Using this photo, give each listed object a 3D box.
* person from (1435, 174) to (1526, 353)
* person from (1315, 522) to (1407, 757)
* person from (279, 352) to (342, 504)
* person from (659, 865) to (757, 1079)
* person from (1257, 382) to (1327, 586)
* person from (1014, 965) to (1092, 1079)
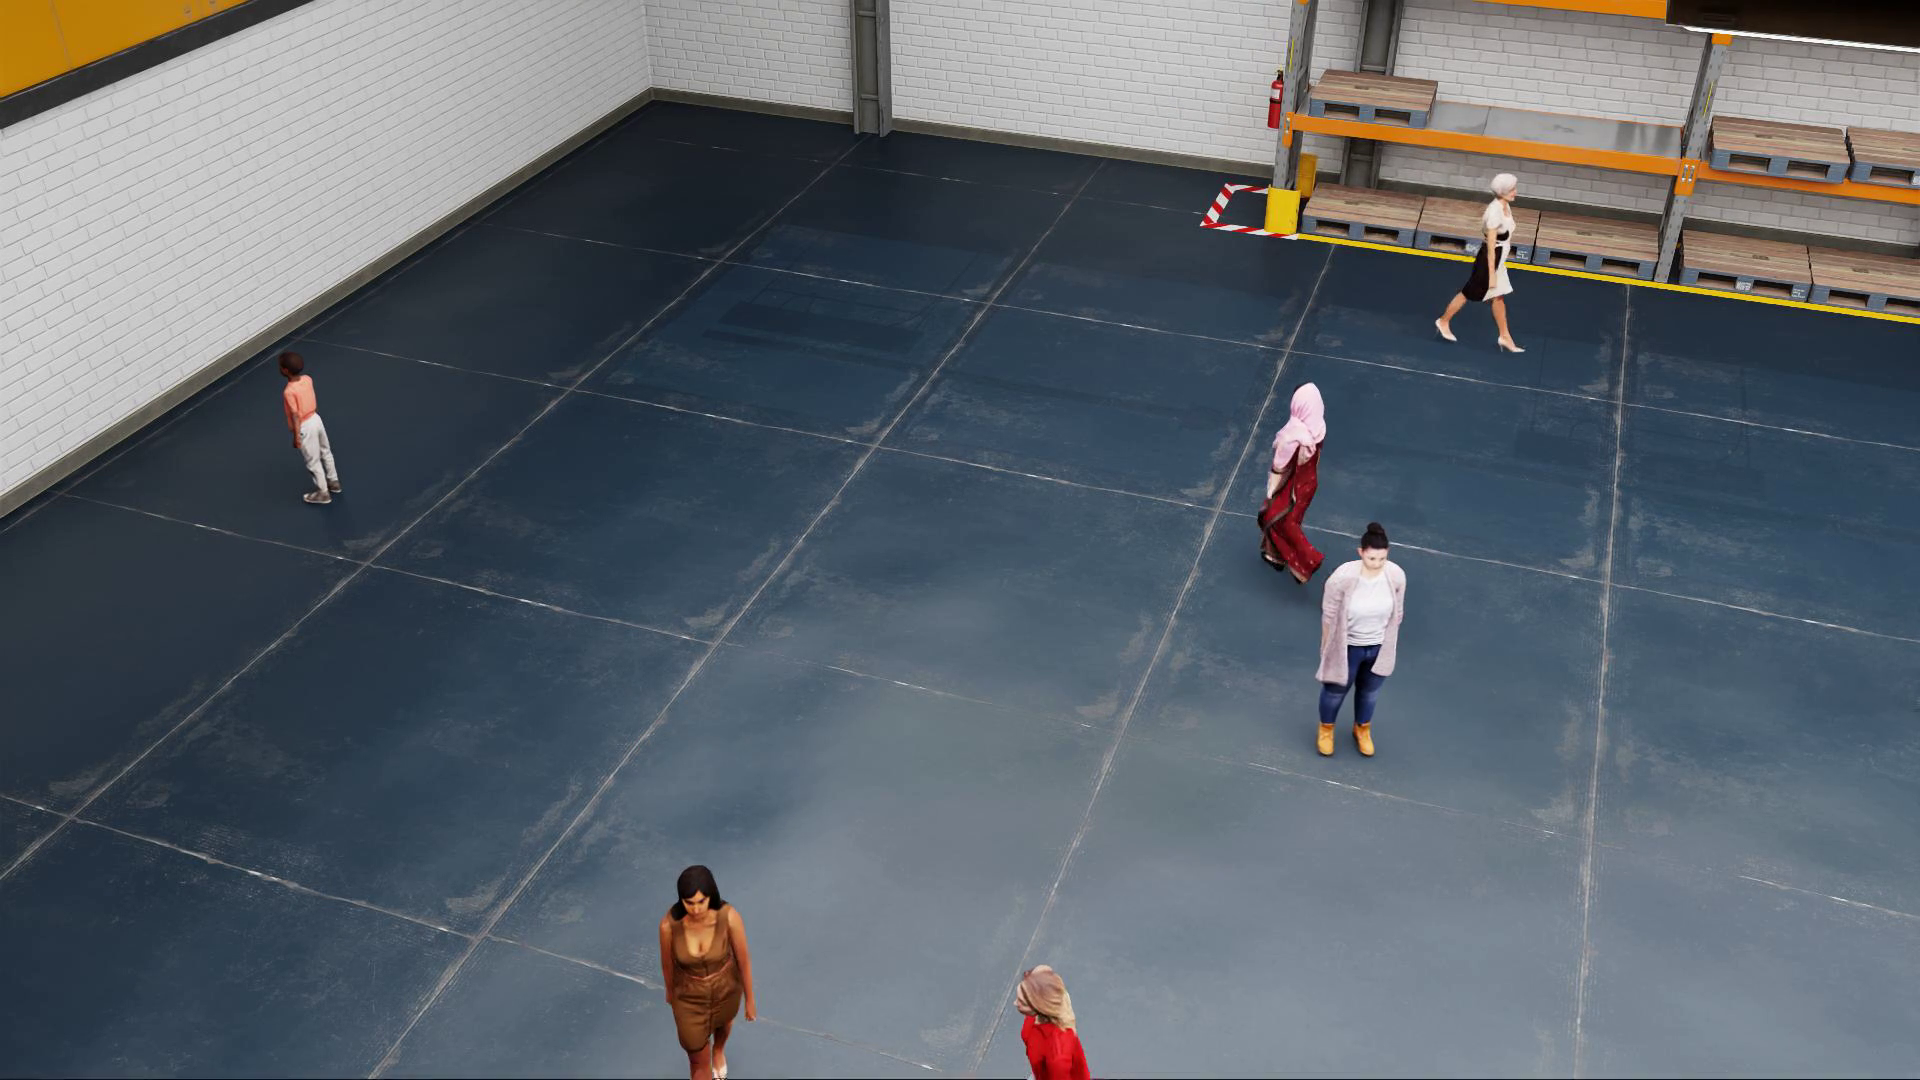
[{"bbox_3d":[4.785,-2.542,15.370,1.157,1.704,0.802,19,38,27],"label":"person"},{"bbox_3d":[2.534,0.620,10.577,0.716,1.743,0.838,-2,34,-3],"label":"person"},{"bbox_3d":[-5.200,-0.906,13.266,0.473,1.310,0.505,9,35,13],"label":"person"},{"bbox_3d":[-1.254,2.192,8.295,1.047,1.652,0.989,-6,34,-9],"label":"person"},{"bbox_3d":[2.492,-0.387,12.203,0.858,1.621,0.965,-26,41,-33],"label":"person"},{"bbox_3d":[0.541,2.571,7.737,1.253,1.640,1.072,-7,34,-10],"label":"person"}]
